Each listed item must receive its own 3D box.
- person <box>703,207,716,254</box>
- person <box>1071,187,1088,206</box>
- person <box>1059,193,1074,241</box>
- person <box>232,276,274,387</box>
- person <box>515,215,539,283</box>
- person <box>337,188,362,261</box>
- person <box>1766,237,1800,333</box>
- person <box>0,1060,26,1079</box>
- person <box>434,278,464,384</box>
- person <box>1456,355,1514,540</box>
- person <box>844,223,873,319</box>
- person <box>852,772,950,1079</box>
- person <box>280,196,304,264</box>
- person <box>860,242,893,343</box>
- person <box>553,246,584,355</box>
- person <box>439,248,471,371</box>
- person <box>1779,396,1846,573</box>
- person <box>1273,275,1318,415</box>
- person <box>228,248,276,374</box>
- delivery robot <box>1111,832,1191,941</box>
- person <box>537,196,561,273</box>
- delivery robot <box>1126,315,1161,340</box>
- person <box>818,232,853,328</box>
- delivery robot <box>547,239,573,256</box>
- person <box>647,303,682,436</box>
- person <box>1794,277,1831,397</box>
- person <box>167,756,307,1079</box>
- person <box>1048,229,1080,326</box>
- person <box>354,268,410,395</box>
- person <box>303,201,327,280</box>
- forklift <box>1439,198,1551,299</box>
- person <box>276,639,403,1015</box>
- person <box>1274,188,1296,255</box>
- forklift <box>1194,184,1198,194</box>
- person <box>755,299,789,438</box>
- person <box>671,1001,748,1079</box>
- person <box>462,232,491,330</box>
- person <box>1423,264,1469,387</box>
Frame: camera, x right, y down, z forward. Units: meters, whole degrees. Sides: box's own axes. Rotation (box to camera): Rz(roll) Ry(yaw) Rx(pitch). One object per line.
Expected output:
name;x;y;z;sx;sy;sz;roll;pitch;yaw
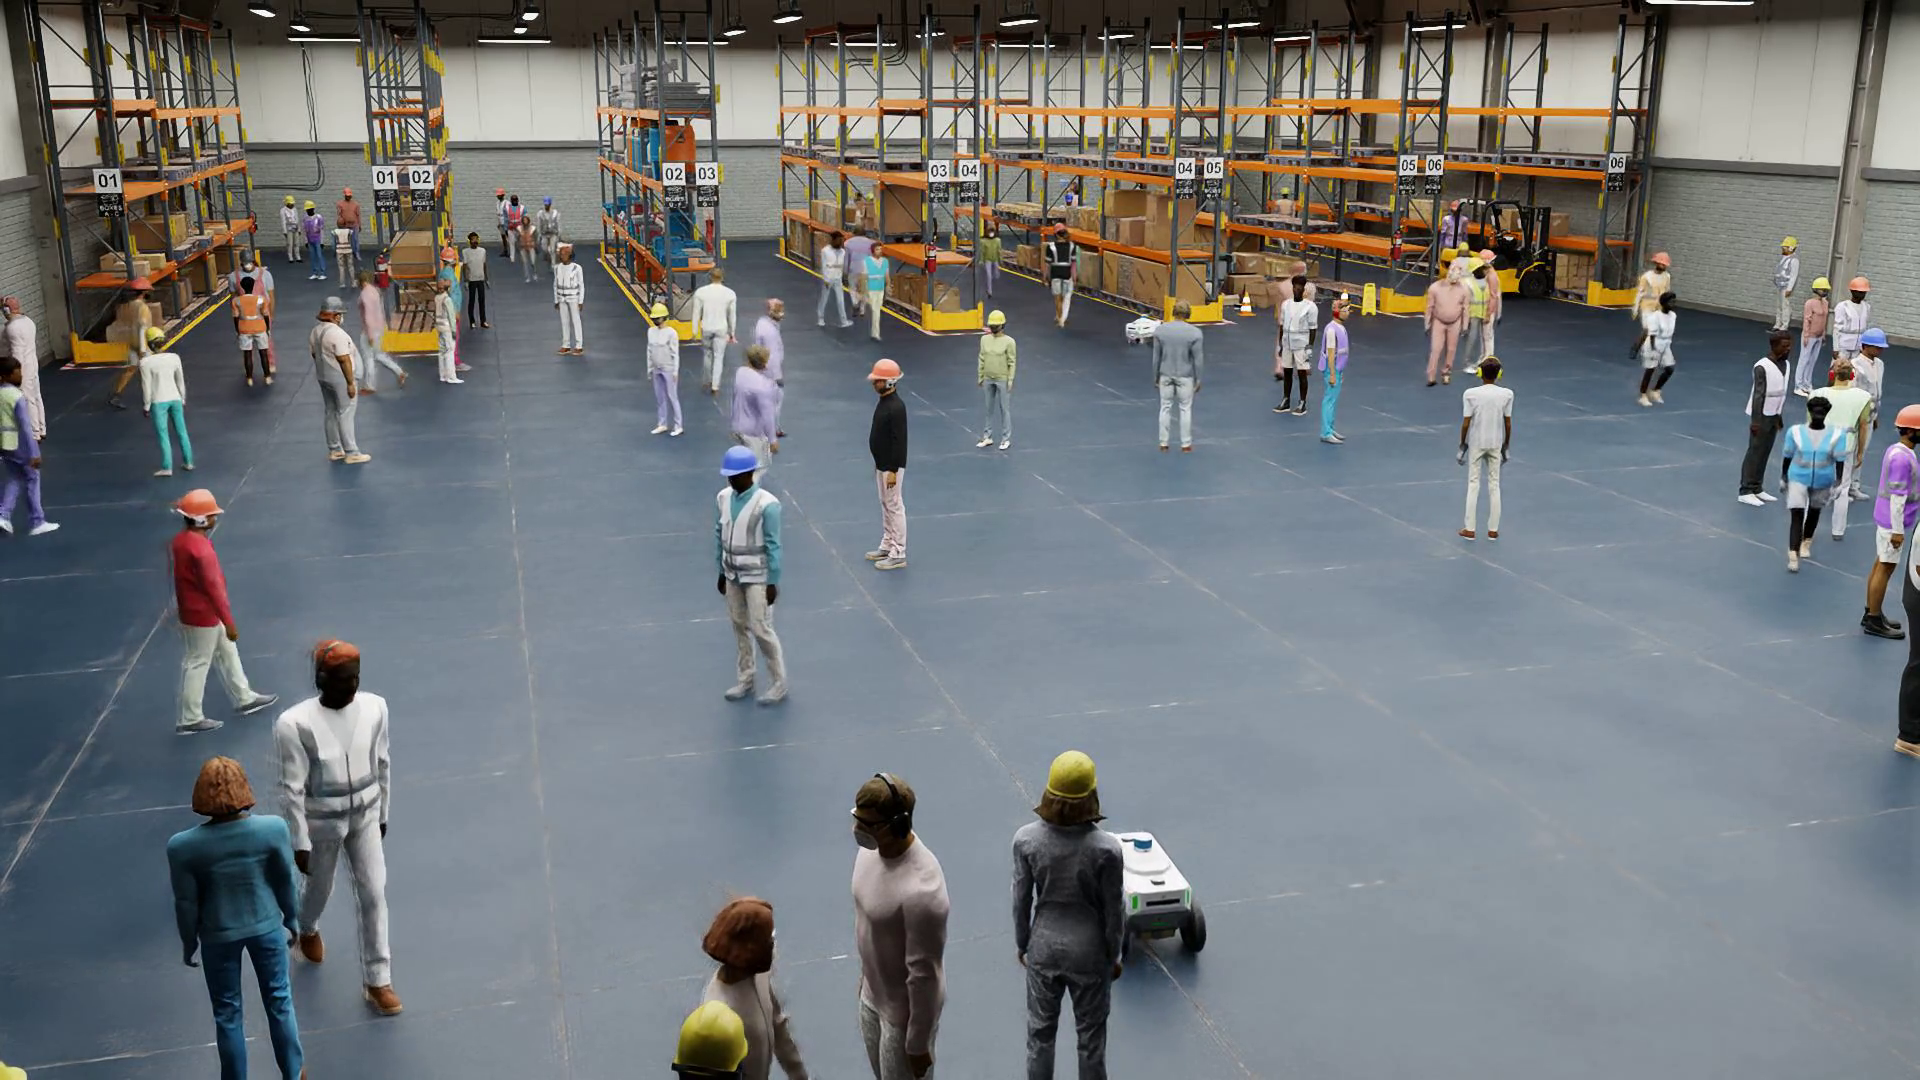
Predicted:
person;-7.148;-9.195;47.628;0.381;1.995;0.611;-4;16;-16
person;3.447;-9.459;48.938;0.635;1.833;0.430;2;15;9
person;2.853;-8.163;43.849;0.602;1.939;0.397;1;15;5
person;-10.943;-3.226;25.734;0.540;1.697;0.317;-5;16;-18
person;-10.454;-7.019;40.157;0.533;1.627;0.394;-1;15;-3
person;-16.676;-8.614;45.462;0.613;1.986;0.406;-8;17;-28
person;15.528;-4.780;31.321;0.404;1.833;0.587;2;15;6
person;-2.707;2.279;4.750;0.592;1.837;0.404;5;16;18
person;-8.025;-3.266;26.002;0.310;1.636;0.523;-13;20;-41
person;5.273;-0.924;16.738;0.520;1.874;0.332;2;15;7
person;-2.029;-5.420;33.553;0.650;1.922;0.477;-3;15;-10
person;-0.241;1.792;6.410;0.374;1.933;0.625;-6;16;-22
person;-17.998;-8.354;44.799;0.406;1.822;0.596;5;16;19
person;-1.472;-4.513;30.322;0.605;1.822;0.669;-12;19;-38
person;-6.791;-4.151;28.855;0.585;1.882;0.343;6;16;21
person;-8.307;-3.773;27.215;0.371;1.997;0.622;-9;17;-30
person;8.083;-0.560;15.796;0.541;1.650;0.895;6;16;21
person;4.720;-2.744;23.403;0.362;1.966;0.611;-13;20;-41
person;-11.411;-3.700;26.859;0.682;2.000;0.535;-4;15;-16
delivery robot;0.967;1.796;8.847;0.477;0.478;0.707;-3;15;-11
person;-10.476;-7.786;42.438;0.615;1.928;0.435;-1;15;-2
delivery robot;3.305;-3.820;29.979;0.477;0.478;0.707;13;20;41
person;-2.466;-5.056;32.331;0.619;1.851;1.053;-11;18;-35
delivery robot;-11.066;-8.058;45.925;0.707;0.478;0.477;-7;16;-26
person;-3.916;-2.248;21.941;0.522;1.759;0.350;10;18;33
person;12.788;-3.040;24.899;0.525;1.772;0.308;-10;18;-32
person;-3.136;1.718;7.254;0.497;1.633;0.284;-8;17;-28
person;2.039;-5.159;32.630;0.619;1.895;0.987;3;15;10
person;-8.748;-3.120;24.941;0.705;1.917;0.640;-2;15;-7
person;-15.886;-7.365;40.886;0.589;1.918;0.389;6;16;22
forklift;11.913;-6.508;37.130;2.313;2.155;1.214;-4;15;-15
person;-3.086;1.358;8.205;0.583;1.855;0.899;-13;20;-41
person;9.265;-9.061;47.352;0.665;1.886;0.829;-1;15;-2
forklift;7.392;-11.333;53.972;1.873;2.768;1.129;-4;15;-15
person;-2.486;-2.199;21.566;0.652;1.856;0.674;-2;15;-7
person;-0.735;2.227;5.083;0.533;1.768;0.310;0;15;0
person;-9.332;-5.007;32.105;0.531;1.870;0.317;-13;20;-40
person;7.529;-3.286;25.645;0.678;1.861;0.769;0;15;1
